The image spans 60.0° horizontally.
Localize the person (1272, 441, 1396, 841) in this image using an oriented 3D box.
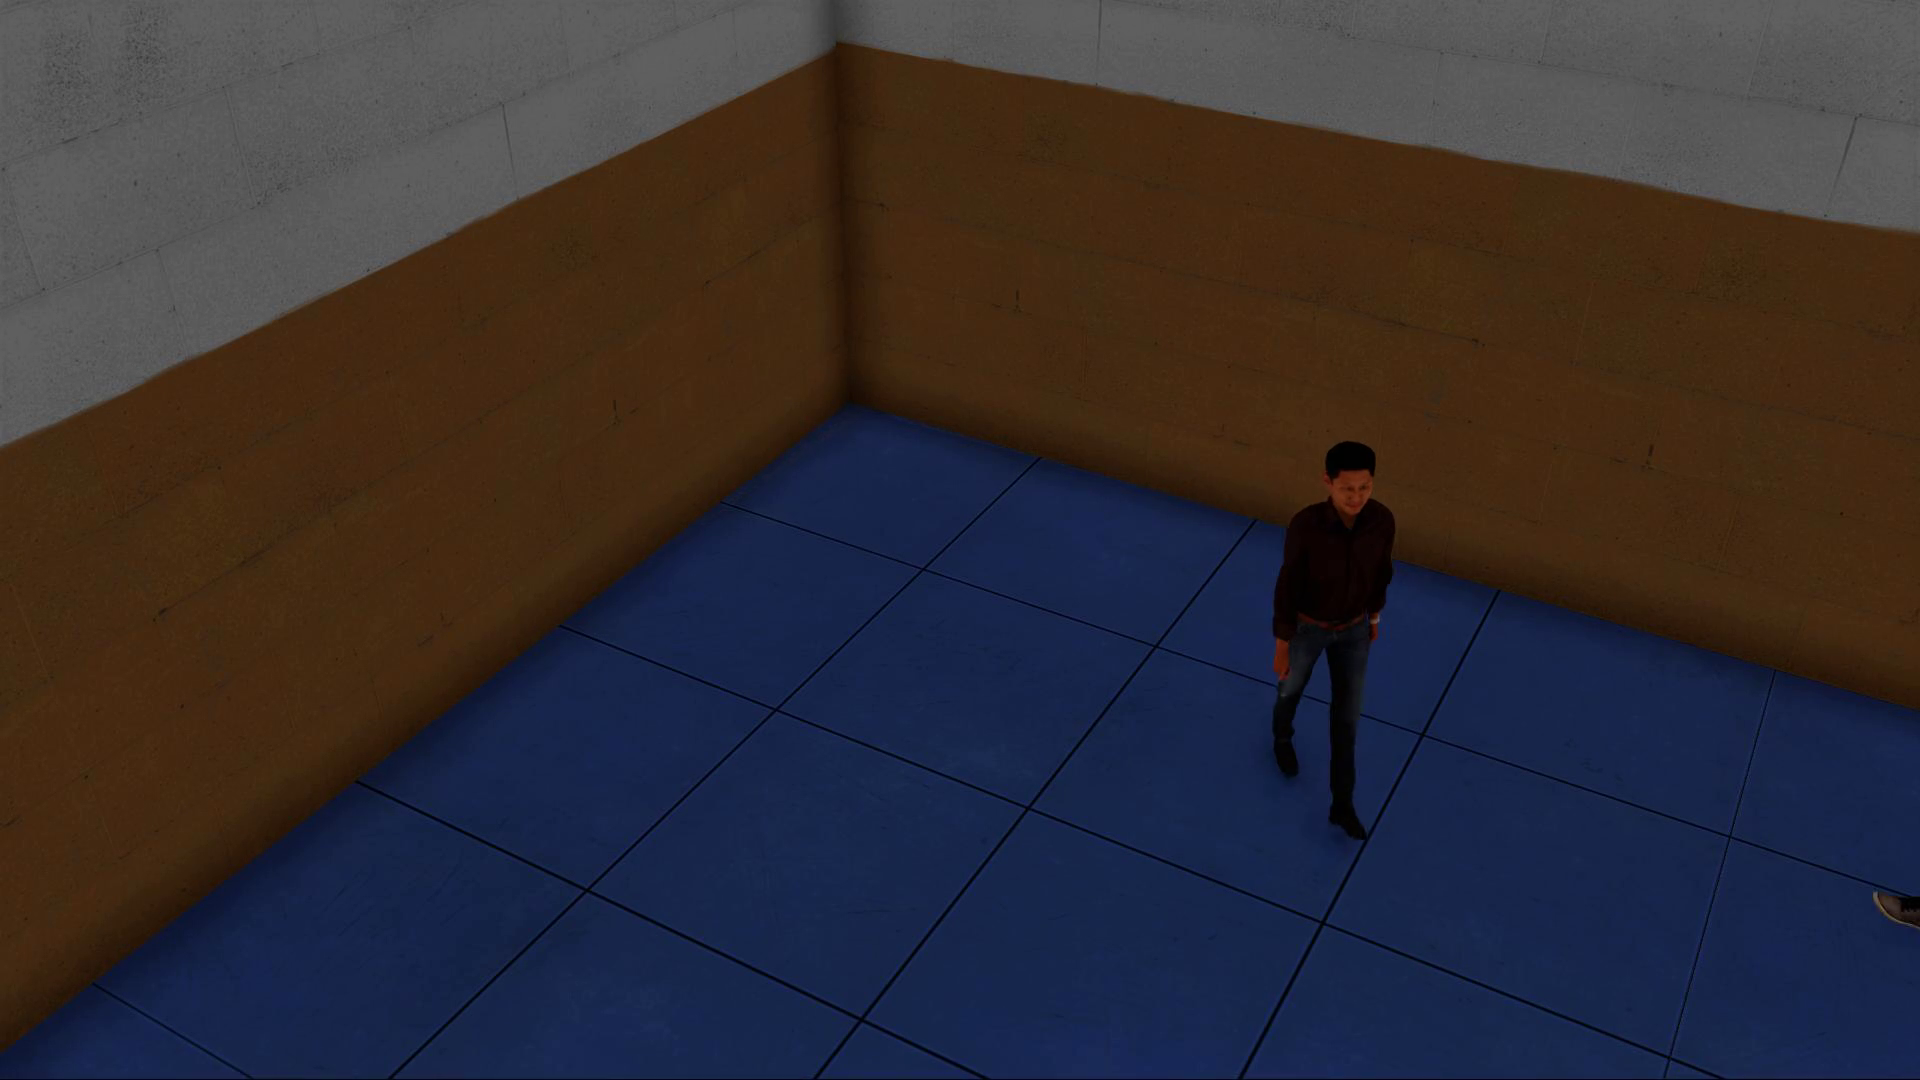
[{"bbox_3d":[1.483,0.315,6.906,1.024,1.745,1.126,-5,34,-7],"label":"person"}]
